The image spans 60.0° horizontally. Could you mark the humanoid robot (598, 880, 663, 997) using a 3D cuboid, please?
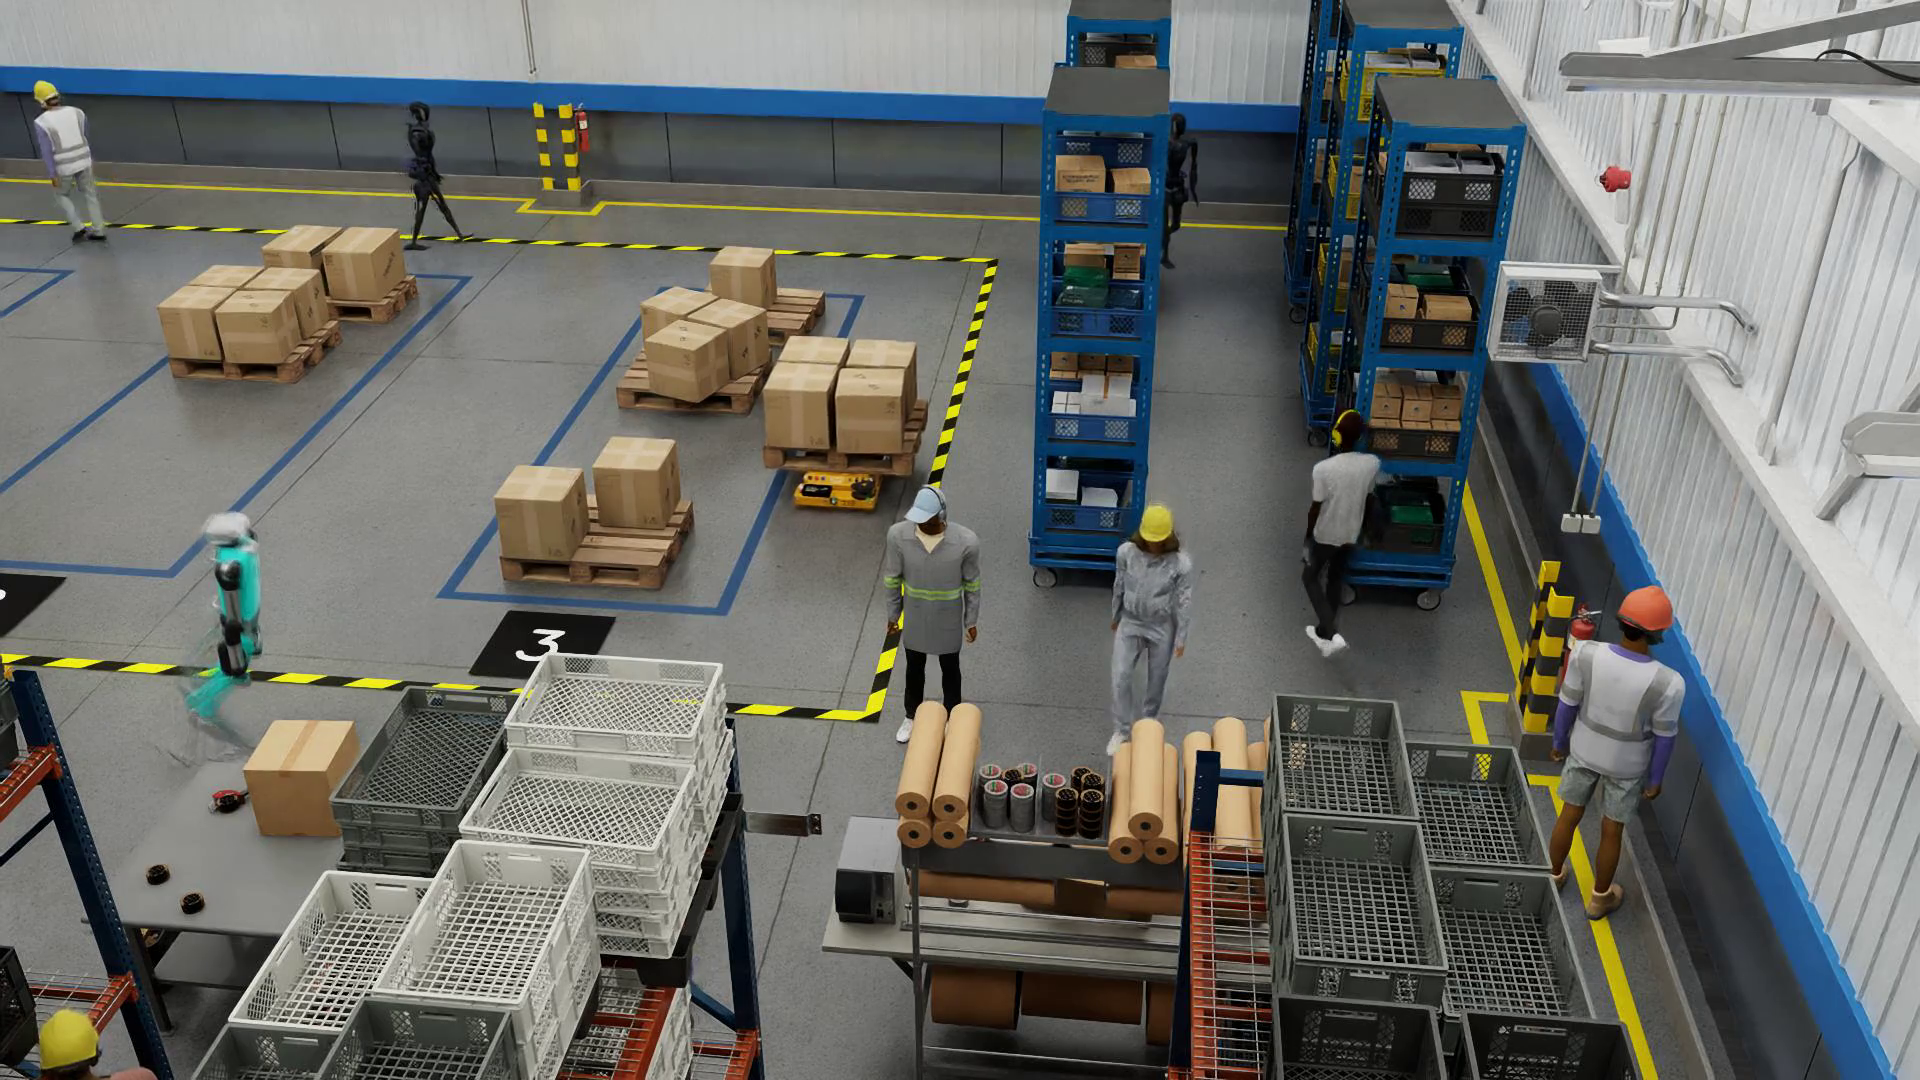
[{"bbox_3d":[-1.574,1.785,8.195,0.330,1.651,0.609,-20,36,-31],"label":"humanoid robot"}]

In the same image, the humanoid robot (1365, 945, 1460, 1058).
[{"bbox_3d":[2.003,2.262,7.465,0.832,1.630,0.612,-21,36,-31],"label":"humanoid robot"}]

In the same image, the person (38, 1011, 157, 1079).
[{"bbox_3d":[-3.410,2.594,6.728,0.524,1.768,0.329,-17,34,-27],"label":"person"}]

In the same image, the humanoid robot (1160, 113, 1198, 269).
[{"bbox_3d":[2.223,-3.786,17.790,0.593,1.633,0.667,-11,32,-19],"label":"humanoid robot"}]

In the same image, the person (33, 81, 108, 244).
[{"bbox_3d":[-9.762,-4.117,18.209,0.478,1.812,0.609,19,35,29],"label":"person"}]

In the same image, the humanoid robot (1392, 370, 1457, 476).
[{"bbox_3d":[3.555,-1.101,13.216,0.717,1.899,0.557,-21,36,-32],"label":"humanoid robot"}]

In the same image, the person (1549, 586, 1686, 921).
[{"bbox_3d":[3.498,1.142,8.953,0.610,2.039,0.389,22,37,33],"label":"person"}]

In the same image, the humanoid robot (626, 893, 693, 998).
[{"bbox_3d":[-1.426,2.092,7.669,0.356,1.649,0.584,-16,34,-25],"label":"humanoid robot"}]

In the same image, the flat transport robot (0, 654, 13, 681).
[{"bbox_3d":[-7.142,0.969,11.010,1.431,0.231,0.659,3,30,6],"label":"flat transport robot"}]

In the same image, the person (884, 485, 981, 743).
[{"bbox_3d":[-0.176,0.474,10.287,0.596,1.849,0.386,5,31,8],"label":"person"}]

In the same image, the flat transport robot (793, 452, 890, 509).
[{"bbox_3d":[-0.928,-0.699,13.846,0.652,0.197,1.431,3,30,6],"label":"flat transport robot"}]

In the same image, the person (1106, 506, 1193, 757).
[{"bbox_3d":[1.148,0.574,10.230,0.517,1.717,0.653,10,32,17],"label":"person"}]

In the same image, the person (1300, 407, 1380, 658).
[{"bbox_3d":[2.523,-0.014,11.120,0.533,1.852,0.502,-8,31,-13],"label":"person"}]

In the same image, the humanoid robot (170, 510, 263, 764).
[{"bbox_3d":[-4.508,0.617,10.021,0.736,1.678,0.533,-5,31,-9],"label":"humanoid robot"}]

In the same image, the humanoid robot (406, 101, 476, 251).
[{"bbox_3d":[-5.782,-3.957,18.106,0.770,1.621,0.612,-2,30,-3],"label":"humanoid robot"}]
